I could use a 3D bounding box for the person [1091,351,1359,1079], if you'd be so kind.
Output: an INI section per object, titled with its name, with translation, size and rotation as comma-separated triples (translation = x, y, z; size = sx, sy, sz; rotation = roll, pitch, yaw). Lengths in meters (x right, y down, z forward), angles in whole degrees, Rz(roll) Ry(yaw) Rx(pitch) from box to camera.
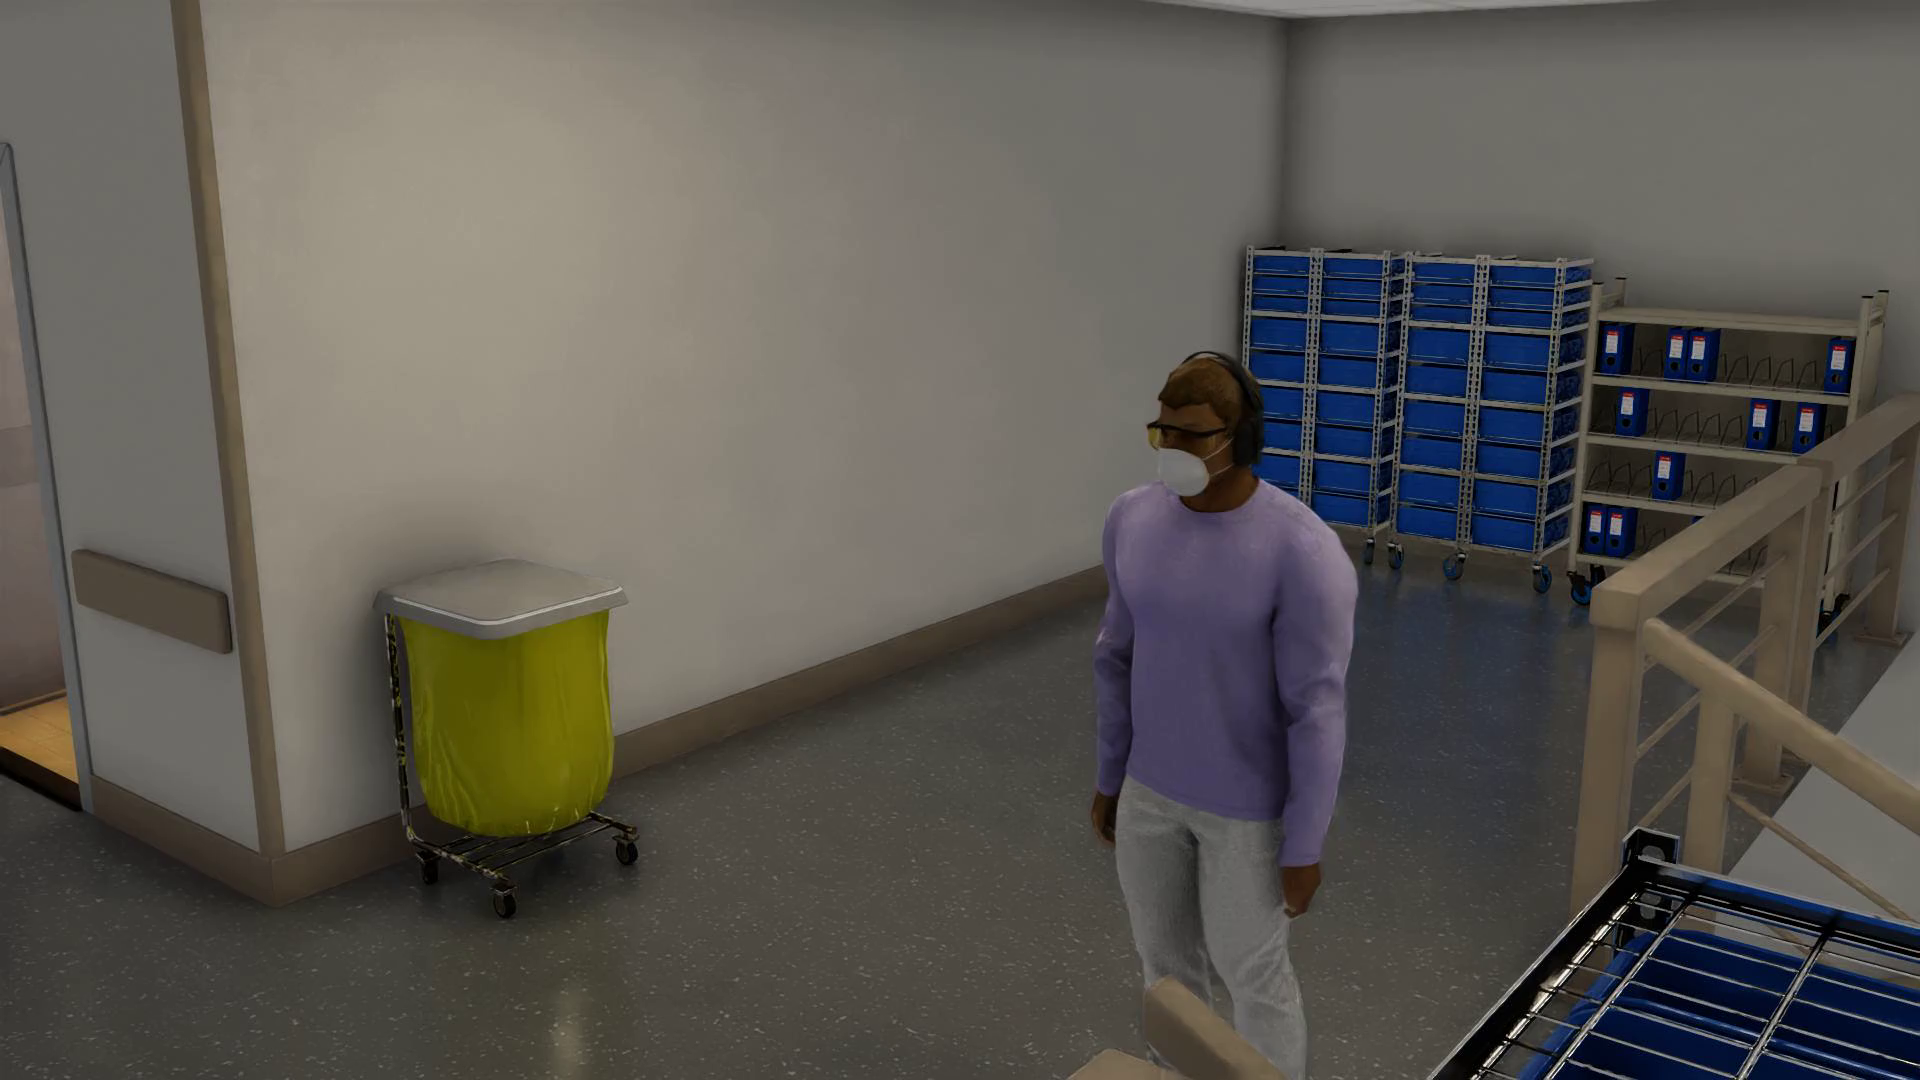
[person]
translation = 0.536, 0.556, 3.556
size = 0.376, 1.930, 0.626
rotation = -11, 17, -39
